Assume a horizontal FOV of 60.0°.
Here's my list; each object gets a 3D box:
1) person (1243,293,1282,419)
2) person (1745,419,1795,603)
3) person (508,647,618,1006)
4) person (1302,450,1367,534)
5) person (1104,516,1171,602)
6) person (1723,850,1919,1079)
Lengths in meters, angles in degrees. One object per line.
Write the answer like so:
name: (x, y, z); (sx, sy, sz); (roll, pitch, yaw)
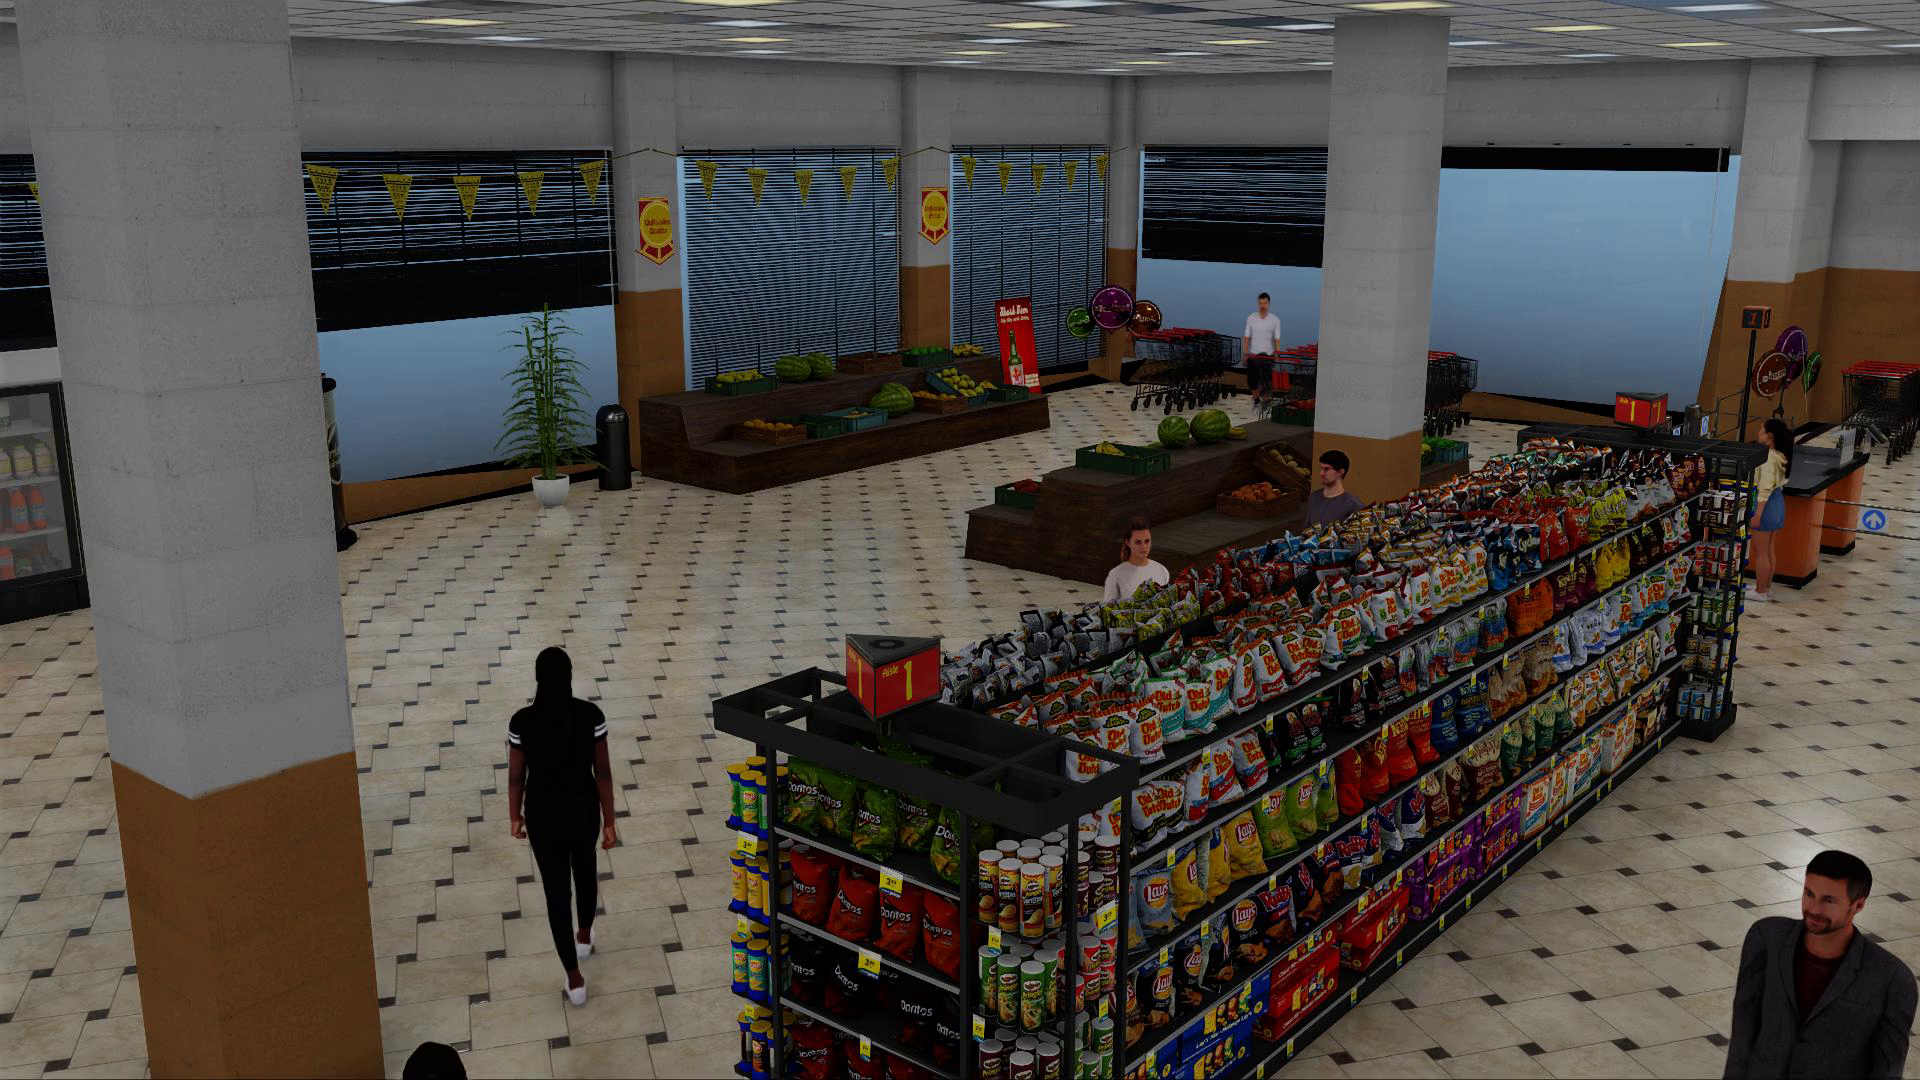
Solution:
person: (4.447, -2.710, 24.408); (0.806, 1.831, 0.796); (5, 15, 22)
person: (7.180, -0.272, 14.782); (0.701, 1.631, 0.496); (13, 18, 42)
person: (-1.864, 1.370, 7.849); (0.999, 1.709, 0.993); (-4, 14, -16)
person: (2.705, 0.255, 12.145); (0.595, 1.851, 0.718); (-11, 17, -37)
person: (1.117, 0.701, 10.586); (0.629, 1.719, 0.748); (-5, 14, -19)
person: (2.746, 1.873, 5.425); (0.626, 1.874, 0.706); (-13, 19, -42)
